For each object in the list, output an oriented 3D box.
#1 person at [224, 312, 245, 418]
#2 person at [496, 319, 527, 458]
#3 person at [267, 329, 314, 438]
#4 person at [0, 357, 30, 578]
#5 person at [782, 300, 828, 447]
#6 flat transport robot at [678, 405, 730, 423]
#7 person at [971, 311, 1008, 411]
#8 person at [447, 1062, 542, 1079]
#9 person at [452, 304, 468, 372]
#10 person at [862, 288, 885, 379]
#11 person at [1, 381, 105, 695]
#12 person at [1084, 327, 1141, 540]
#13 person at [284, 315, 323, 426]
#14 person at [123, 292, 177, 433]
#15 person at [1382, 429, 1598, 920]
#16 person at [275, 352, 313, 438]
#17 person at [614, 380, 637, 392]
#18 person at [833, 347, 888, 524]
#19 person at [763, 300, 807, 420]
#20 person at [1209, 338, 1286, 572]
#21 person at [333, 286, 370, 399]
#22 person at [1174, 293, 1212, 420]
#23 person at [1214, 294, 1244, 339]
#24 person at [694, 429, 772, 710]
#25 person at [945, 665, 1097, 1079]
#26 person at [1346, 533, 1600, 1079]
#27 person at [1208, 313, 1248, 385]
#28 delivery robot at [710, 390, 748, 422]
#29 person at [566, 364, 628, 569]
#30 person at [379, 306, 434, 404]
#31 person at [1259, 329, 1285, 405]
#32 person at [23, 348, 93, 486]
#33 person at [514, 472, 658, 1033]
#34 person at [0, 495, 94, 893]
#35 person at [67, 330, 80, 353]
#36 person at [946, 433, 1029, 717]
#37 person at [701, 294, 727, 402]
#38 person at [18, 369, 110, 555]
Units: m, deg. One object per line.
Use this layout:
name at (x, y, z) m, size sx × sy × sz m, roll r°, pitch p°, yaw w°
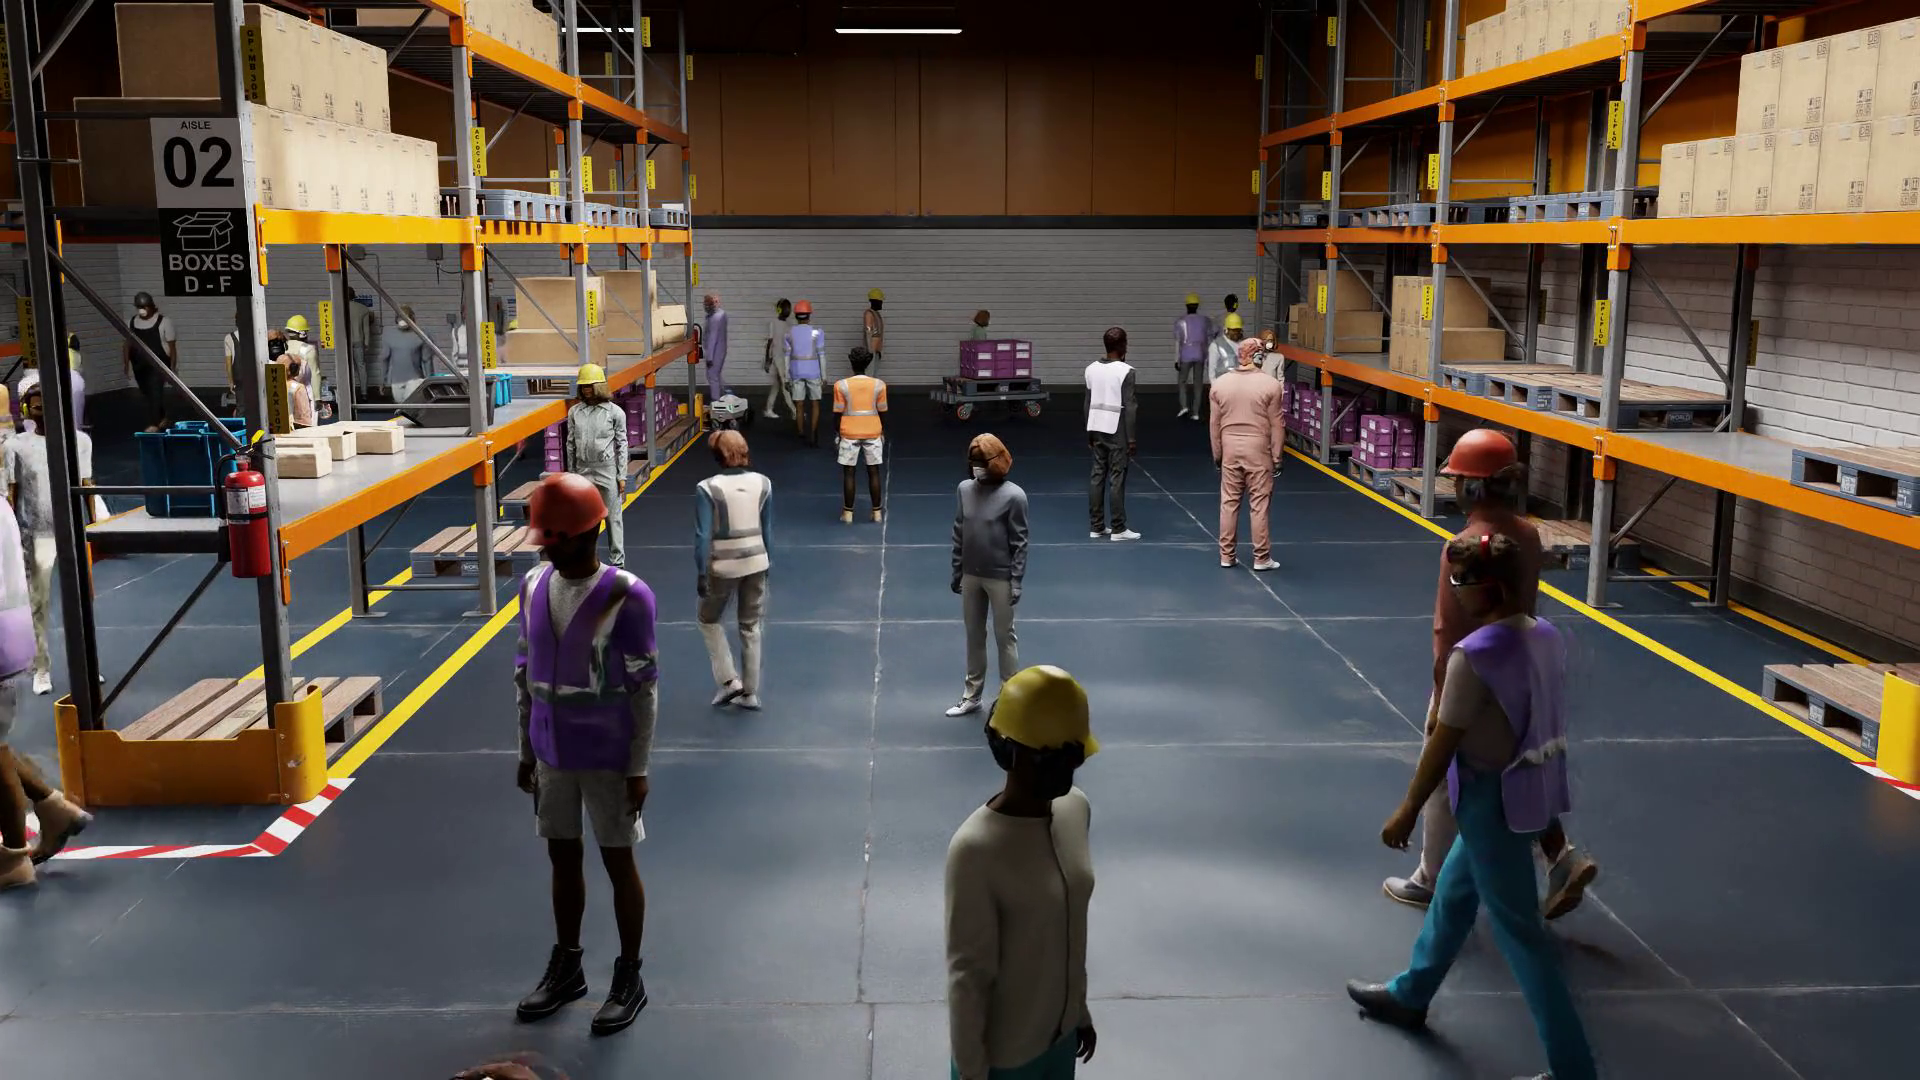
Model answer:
person at (-8.999, -1.997, 21.035) m, size 0.504 × 1.840 × 0.345 m, roll 0°, pitch 10°, yaw 2°
person at (-5.509, -1.888, 20.773) m, size 0.537 × 1.725 × 0.920 m, roll -1°, pitch 10°, yaw -5°
person at (-6.584, -1.118, 16.130) m, size 0.627 × 1.844 × 0.429 m, roll -5°, pitch 11°, yaw -26°
person at (-7.704, -0.638, 13.185) m, size 0.545 × 1.939 × 0.373 m, roll 2°, pitch 10°, yaw 10°
person at (-2.021, -2.152, 21.705) m, size 0.599 × 1.921 × 0.517 m, roll 0°, pitch 10°, yaw 1°
flat transport robot at (-3.983, -1.888, 24.792) m, size 1.431 × 0.197 × 0.652 m, roll 4°, pitch 11°, yaw 21°
person at (0.431, -2.818, 26.313) m, size 0.799 × 1.577 × 0.512 m, roll -2°, pitch 10°, yaw -9°
person at (-0.659, 1.481, 2.343) m, size 0.518 × 1.596 × 0.832 m, roll 9°, pitch 13°, yaw 41°
person at (-6.479, -2.194, 22.042) m, size 0.610 × 1.867 × 0.524 m, roll 1°, pitch 10°, yaw 8°
person at (-1.389, -3.118, 27.033) m, size 0.388 × 1.927 × 0.589 m, roll 2°, pitch 10°, yaw 10°
person at (-5.409, -0.024, 9.959) m, size 0.518 × 1.870 × 0.323 m, roll -10°, pitch 14°, yaw -43°
person at (1.357, -0.956, 15.011) m, size 0.398 × 1.920 × 0.589 m, roll -9°, pitch 13°, yaw -40°
person at (-7.640, -1.685, 19.310) m, size 0.587 × 1.835 × 0.404 m, roll 4°, pitch 11°, yaw 20°
person at (-11.466, -2.557, 23.591) m, size 0.694 × 2.000 × 0.980 m, roll -1°, pitch 10°, yaw -3°
person at (2.072, 0.552, 6.467) m, size 0.629 × 1.970 × 0.753 m, roll -9°, pitch 14°, yaw -42°
person at (-6.291, -0.944, 15.715) m, size 0.513 × 1.645 × 0.307 m, roll 6°, pitch 12°, yaw 32°
person at (-5.035, -2.713, 25.088) m, size 0.611 × 1.811 × 0.565 m, roll 0°, pitch 10°, yaw 1°
person at (-0.943, -0.991, 15.854) m, size 0.531 × 1.686 × 0.323 m, roll -3°, pitch 11°, yaw -15°
person at (-2.660, -2.718, 25.162) m, size 0.983 × 1.805 × 0.538 m, roll 7°, pitch 12°, yaw 33°
person at (2.365, -0.694, 13.606) m, size 0.636 × 1.903 × 0.405 m, roll 7°, pitch 12°, yaw 32°
person at (-10.320, -3.334, 28.207) m, size 0.638 × 1.937 × 0.357 m, roll -9°, pitch 13°, yaw -41°
person at (3.503, -2.752, 25.058) m, size 0.609 × 1.910 × 0.467 m, roll -1°, pitch 10°, yaw -5°
person at (4.204, -2.895, 25.971) m, size 0.533 × 1.862 × 0.310 m, roll 5°, pitch 11°, yaw 26°
person at (-1.297, 0.175, 9.531) m, size 0.543 × 1.626 × 0.374 m, roll -8°, pitch 13°, yaw -36°
person at (0.160, 1.138, 3.776) m, size 0.327 × 1.765 × 0.529 m, roll 7°, pitch 12°, yaw 34°
person at (1.690, 0.859, 5.311) m, size 0.972 × 1.780 × 0.553 m, roll 9°, pitch 13°, yaw 40°
person at (3.476, -1.981, 21.080) m, size 0.654 × 1.790 × 0.611 m, roll -5°, pitch 11°, yaw -24°
delivery robot at (-3.308, -1.899, 23.807) m, size 0.477 × 0.478 × 0.707 m, roll 2°, pitch 10°, yaw 14°
person at (-2.836, -0.501, 12.968) m, size 0.493 × 1.743 × 0.311 m, roll 2°, pitch 10°, yaw 12°
person at (-6.917, -1.990, 20.862) m, size 0.626 × 1.900 × 1.017 m, roll 0°, pitch 10°, yaw 0°
person at (3.697, -1.742, 20.219) m, size 0.501 × 1.629 × 0.271 m, roll -1°, pitch 10°, yaw -8°
person at (-9.472, -1.351, 17.448) m, size 0.522 × 1.829 × 0.632 m, roll 6°, pitch 12°, yaw 31°
person at (-1.290, 0.720, 5.651) m, size 0.542 × 1.928 × 0.376 m, roll 4°, pitch 11°, yaw 22°
person at (-3.969, 0.471, 6.783) m, size 0.464 × 2.028 × 0.606 m, roll -6°, pitch 12°, yaw -29°
person at (-11.443, -1.993, 21.009) m, size 0.626 × 1.844 × 0.429 m, roll -2°, pitch 10°, yaw -13°
person at (0.154, 0.214, 9.291) m, size 0.498 × 1.633 × 0.286 m, roll 8°, pitch 13°, yaw 38°
person at (-3.833, -2.898, 25.965) m, size 0.425 × 1.885 × 0.694 m, roll 0°, pitch 10°, yaw -2°
person at (-7.559, -0.769, 14.034) m, size 0.939 × 1.908 × 0.623 m, roll 5°, pitch 11°, yaw 25°
